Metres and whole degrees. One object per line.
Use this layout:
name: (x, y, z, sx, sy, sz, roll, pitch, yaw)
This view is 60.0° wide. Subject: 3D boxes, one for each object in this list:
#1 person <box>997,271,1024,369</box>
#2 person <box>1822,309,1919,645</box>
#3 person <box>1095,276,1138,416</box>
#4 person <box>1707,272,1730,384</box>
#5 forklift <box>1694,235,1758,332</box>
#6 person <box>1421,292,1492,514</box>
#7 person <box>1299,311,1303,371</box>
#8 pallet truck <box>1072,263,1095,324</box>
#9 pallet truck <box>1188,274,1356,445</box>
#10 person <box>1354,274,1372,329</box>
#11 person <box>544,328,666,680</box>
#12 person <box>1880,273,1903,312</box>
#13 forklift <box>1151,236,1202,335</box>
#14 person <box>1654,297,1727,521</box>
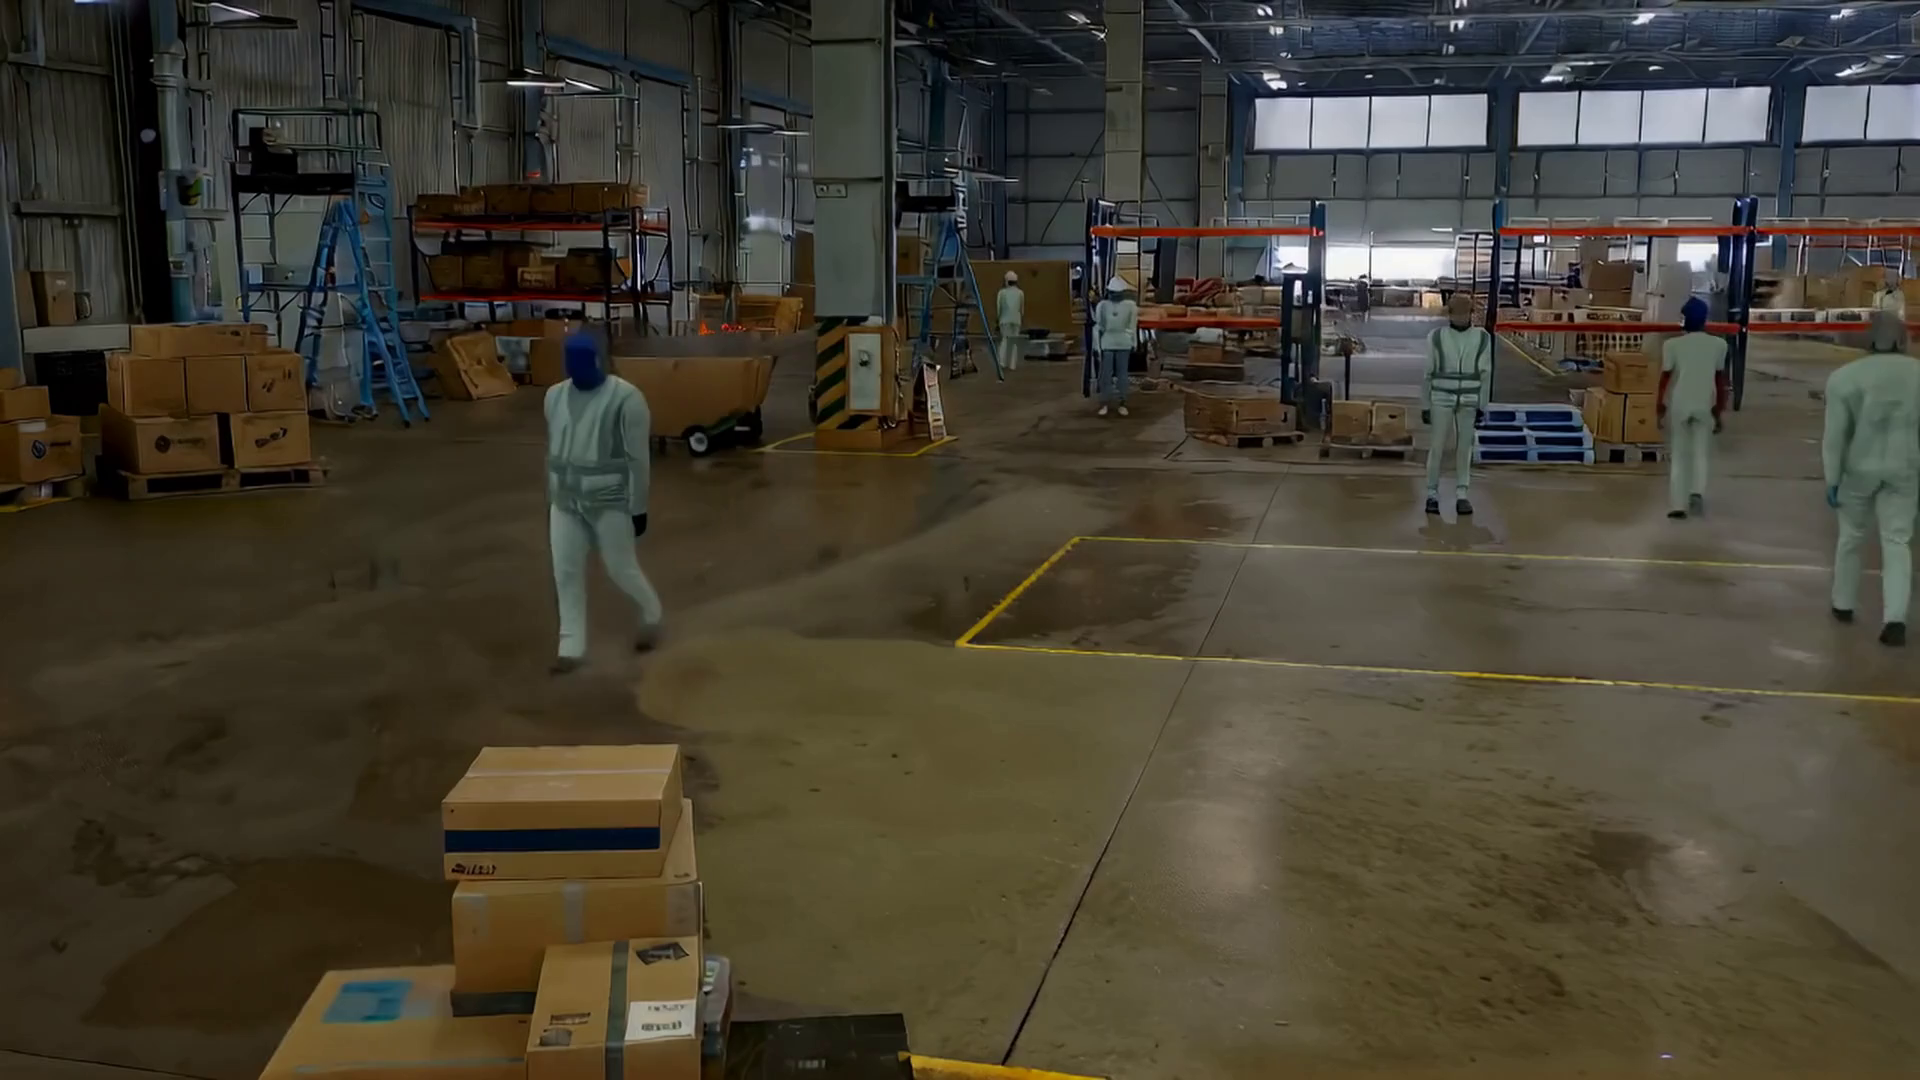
person: (0.969, -4.339, 32.794, 0.568, 1.909, 0.631, -3, 10, -15)
person: (5.275, -0.371, 9.543, 0.647, 1.895, 1.040, 3, 10, 19)
person: (2.146, -2.653, 22.846, 0.585, 1.920, 0.383, 1, 10, 8)
person: (13.115, -3.648, 28.719, 0.391, 1.927, 0.644, 0, 10, 1)
forklift: (22.353, -7.522, 48.695, 1.873, 2.768, 1.129, 2, 10, 14)
person: (4.214, -1.159, 14.153, 0.573, 1.887, 0.356, 1, 10, 5)
person: (6.685, -4.092, 31.860, 0.319, 1.739, 0.484, 7, 12, 37)
pallet truck: (4.325, -8.180, 55.162, 0.823, 1.965, 1.885, 6, 11, 31)
pallet truck: (3.653, -2.138, 19.590, 1.885, 1.965, 0.823, -4, 10, -20)
person: (12.341, -7.276, 50.785, 0.553, 1.671, 0.637, 8, 12, 39)
person: (-1.898, -0.219, 8.836, 0.632, 1.818, 0.837, 4, 10, 20)
person: (15.165, -3.384, 27.140, 0.378, 1.931, 0.625, 6, 12, 33)
forklift: (5.866, -7.214, 46.878, 1.873, 2.768, 1.129, 2, 10, 14)
person: (6.026, -1.072, 13.744, 0.548, 1.852, 0.388, 2, 10, 10)
